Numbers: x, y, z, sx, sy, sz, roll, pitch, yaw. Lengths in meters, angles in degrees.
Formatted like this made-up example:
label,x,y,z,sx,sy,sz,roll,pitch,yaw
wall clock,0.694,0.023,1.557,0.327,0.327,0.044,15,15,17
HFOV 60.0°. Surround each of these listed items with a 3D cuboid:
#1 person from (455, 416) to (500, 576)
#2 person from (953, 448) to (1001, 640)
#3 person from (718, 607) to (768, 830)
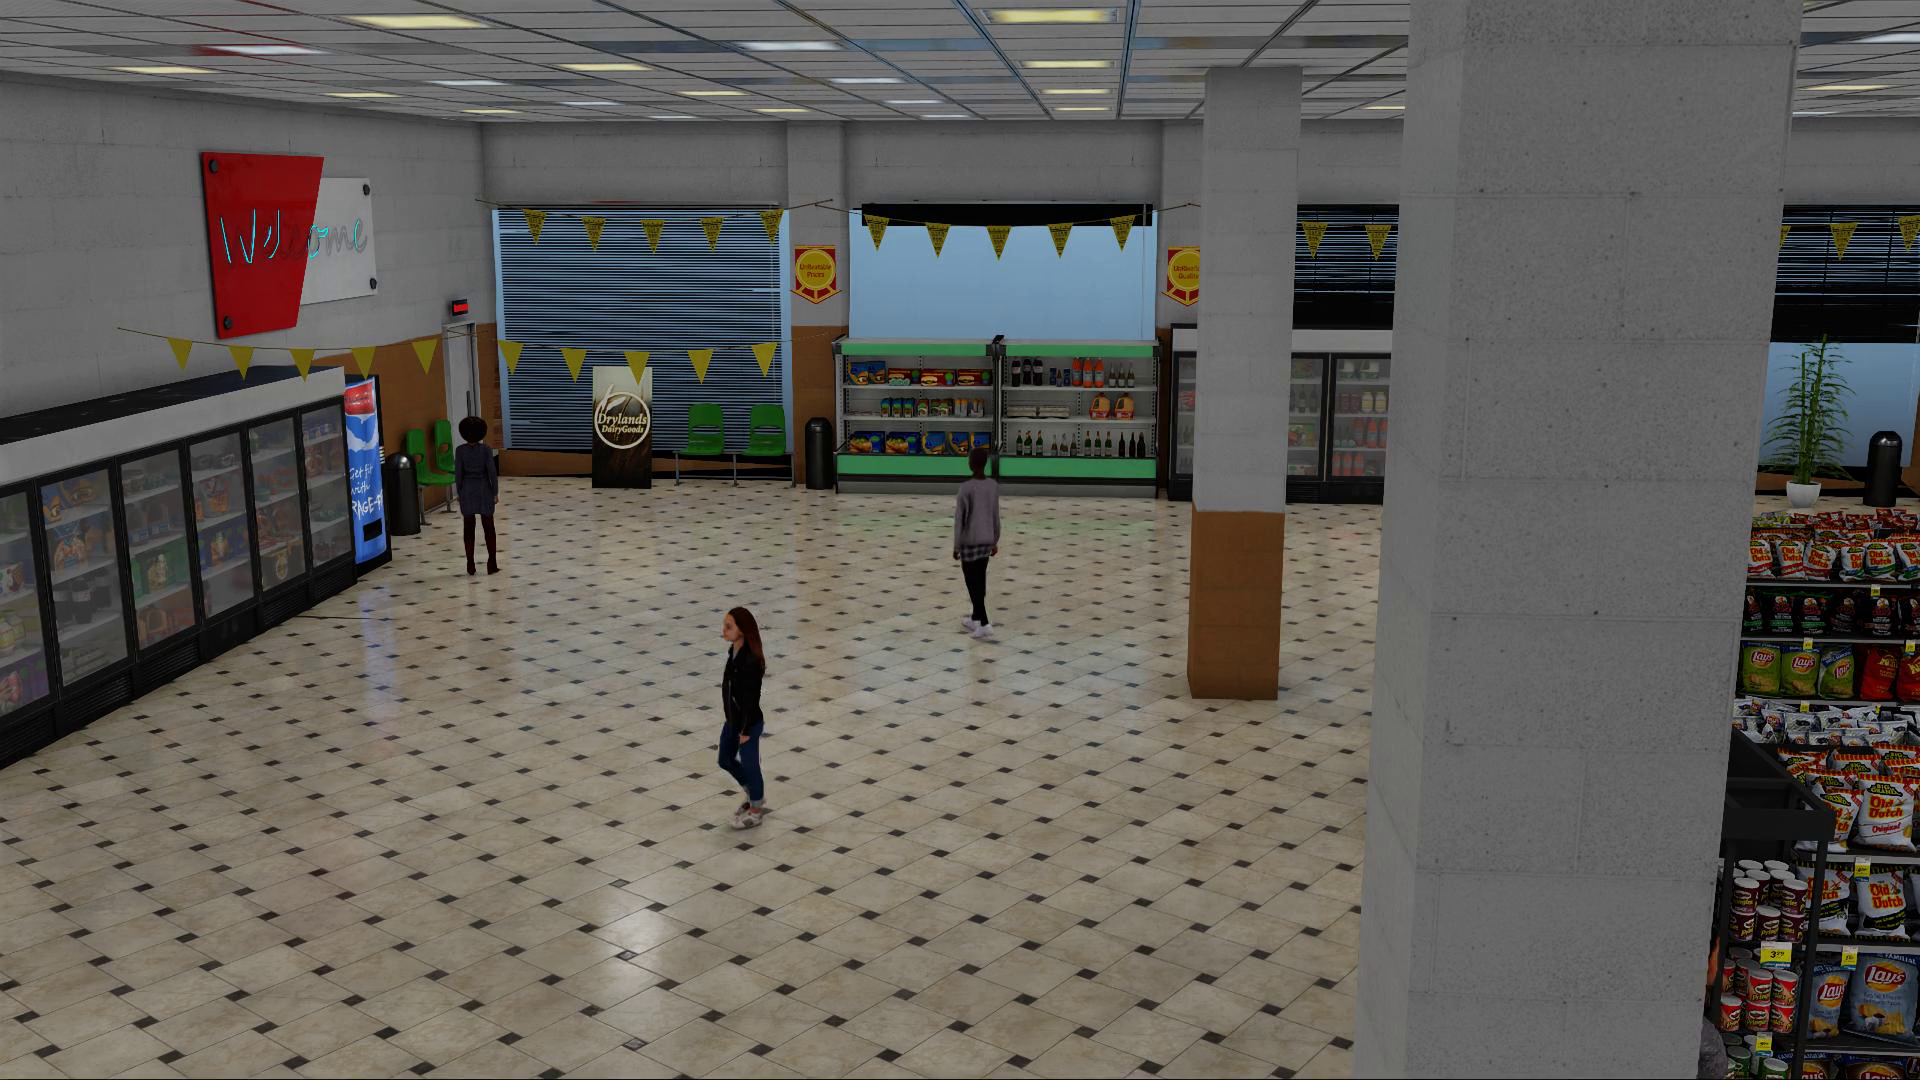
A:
label,x,y,z,sx,sy,sz,roll,pitch,yaw
person,-5.210,-0.481,17.917,0.515,1.710,0.693,-1,12,-7
person,0.186,0.029,15.333,0.951,1.776,0.991,-9,15,-36
person,-1.337,1.143,10.773,0.702,1.476,0.659,-7,14,-31
